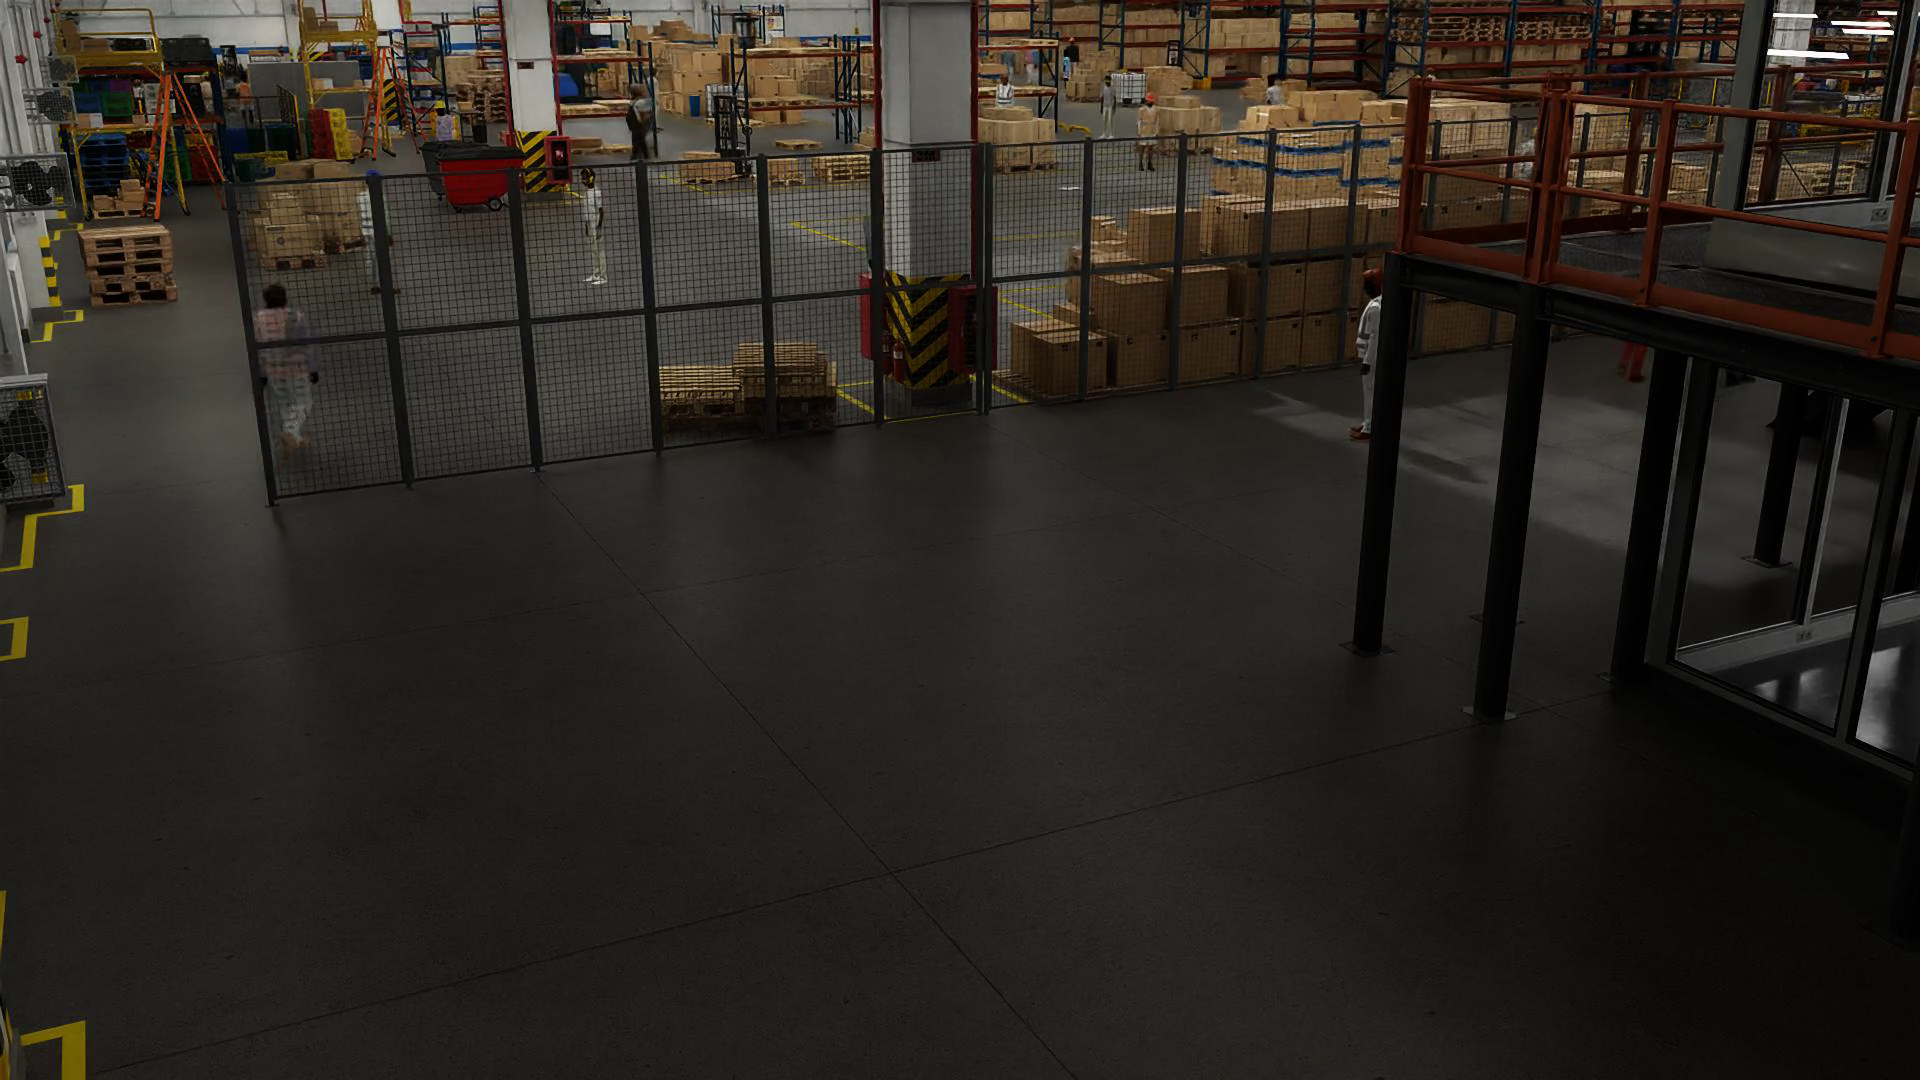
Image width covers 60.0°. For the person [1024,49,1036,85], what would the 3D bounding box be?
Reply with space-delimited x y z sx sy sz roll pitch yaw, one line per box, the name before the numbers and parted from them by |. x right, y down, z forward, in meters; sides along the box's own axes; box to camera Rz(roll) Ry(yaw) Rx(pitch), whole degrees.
person | 3.024 -20.667 72.171 0.456 1.825 0.638 -9 21 -25

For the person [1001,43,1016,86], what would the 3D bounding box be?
person | 1.996 -19.573 68.830 0.630 1.940 0.372 3 19 9

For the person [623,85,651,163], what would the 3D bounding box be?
person | -8.524 -10.867 43.438 0.921 2.000 0.704 -10 21 -26

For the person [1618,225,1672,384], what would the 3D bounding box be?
person | 8.464 -2.888 20.429 0.533 1.962 0.638 -12 22 -30

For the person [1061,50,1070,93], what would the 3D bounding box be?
person | 4.326 -19.197 68.105 0.316 1.696 0.540 7 20 21

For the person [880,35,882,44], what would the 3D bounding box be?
person | -3.768 -23.951 81.522 0.545 1.938 0.360 7 20 19

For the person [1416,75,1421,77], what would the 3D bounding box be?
person | 14.035 -13.395 51.183 0.308 1.769 0.525 18 26 41

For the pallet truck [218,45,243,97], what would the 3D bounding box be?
pallet truck | -28.879 -18.665 66.111 0.823 1.965 1.885 -3 19 -9

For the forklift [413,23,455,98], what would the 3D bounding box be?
forklift | -20.889 -18.720 64.937 1.873 2.768 1.129 14 24 35

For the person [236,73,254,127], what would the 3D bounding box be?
person | -22.851 -14.078 53.286 0.542 1.678 0.476 -7 20 -20

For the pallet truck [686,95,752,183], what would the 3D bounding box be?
pallet truck | -5.836 -9.608 39.856 0.823 1.965 1.885 10 22 27

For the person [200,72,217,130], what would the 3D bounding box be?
person | -23.103 -13.494 51.267 0.844 1.903 0.587 18 26 42

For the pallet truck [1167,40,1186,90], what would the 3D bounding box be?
pallet truck | 9.045 -19.971 69.895 0.823 1.965 1.885 -3 19 -8

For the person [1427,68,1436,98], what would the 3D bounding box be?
person | 16.105 -15.368 57.098 0.513 1.637 0.309 -17 25 -39

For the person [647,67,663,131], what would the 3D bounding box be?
person | -9.582 -13.810 52.123 0.354 1.937 0.635 -10 22 -28

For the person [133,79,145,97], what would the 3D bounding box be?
person | -25.344 -13.402 51.411 0.516 1.633 0.312 5 20 14

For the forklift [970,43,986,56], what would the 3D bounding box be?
forklift | 0.278 -23.910 79.981 1.873 2.768 1.129 4 19 10

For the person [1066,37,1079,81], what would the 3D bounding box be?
person | 4.896 -20.958 72.759 0.621 1.992 0.397 -3 19 -7

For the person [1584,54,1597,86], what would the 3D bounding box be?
person | 26.160 -19.511 69.036 0.371 1.680 0.547 -13 23 -32

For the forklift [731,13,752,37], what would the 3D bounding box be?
forklift | -10.424 -23.808 79.685 1.129 2.768 1.873 -9 21 -25

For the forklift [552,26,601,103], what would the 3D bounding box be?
forklift | -14.607 -17.801 62.272 1.873 2.768 1.129 -9 21 -25

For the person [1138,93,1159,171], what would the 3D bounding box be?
person | 4.755 -10.274 41.881 0.552 1.932 0.377 -6 20 -17

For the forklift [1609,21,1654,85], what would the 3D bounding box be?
forklift | 27.604 -19.688 67.742 1.873 2.768 1.129 -9 21 -25

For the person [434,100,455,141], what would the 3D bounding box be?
person | -12.246 -9.459 39.528 0.590 1.926 0.388 13 23 32

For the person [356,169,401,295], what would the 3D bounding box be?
person | -9.114 -4.796 25.987 0.606 1.943 0.403 10 21 27

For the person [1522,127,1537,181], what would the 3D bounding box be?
person | 12.274 -7.968 35.508 0.503 1.726 0.404 9 21 24

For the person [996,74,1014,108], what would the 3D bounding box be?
person | 1.328 -12.967 49.760 0.573 1.887 0.355 7 20 20

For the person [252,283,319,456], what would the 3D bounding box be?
person | -7.067 -1.774 17.410 0.633 1.826 0.699 2 19 6

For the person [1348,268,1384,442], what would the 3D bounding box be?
person | 4.435 -1.996 17.957 0.356 1.887 0.573 6 20 17

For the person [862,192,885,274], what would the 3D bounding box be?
person | -1.147 -4.143 24.256 0.430 1.840 0.622 12 22 31

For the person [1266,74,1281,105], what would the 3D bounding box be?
person | 9.274 -12.759 49.111 0.614 1.928 0.979 -13 23 -34

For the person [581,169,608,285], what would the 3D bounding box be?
person | -5.935 -5.064 26.887 0.329 1.865 0.511 -14 23 -35

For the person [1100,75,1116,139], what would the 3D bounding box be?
person | 4.426 -12.937 49.719 0.533 1.858 0.323 13 23 34
